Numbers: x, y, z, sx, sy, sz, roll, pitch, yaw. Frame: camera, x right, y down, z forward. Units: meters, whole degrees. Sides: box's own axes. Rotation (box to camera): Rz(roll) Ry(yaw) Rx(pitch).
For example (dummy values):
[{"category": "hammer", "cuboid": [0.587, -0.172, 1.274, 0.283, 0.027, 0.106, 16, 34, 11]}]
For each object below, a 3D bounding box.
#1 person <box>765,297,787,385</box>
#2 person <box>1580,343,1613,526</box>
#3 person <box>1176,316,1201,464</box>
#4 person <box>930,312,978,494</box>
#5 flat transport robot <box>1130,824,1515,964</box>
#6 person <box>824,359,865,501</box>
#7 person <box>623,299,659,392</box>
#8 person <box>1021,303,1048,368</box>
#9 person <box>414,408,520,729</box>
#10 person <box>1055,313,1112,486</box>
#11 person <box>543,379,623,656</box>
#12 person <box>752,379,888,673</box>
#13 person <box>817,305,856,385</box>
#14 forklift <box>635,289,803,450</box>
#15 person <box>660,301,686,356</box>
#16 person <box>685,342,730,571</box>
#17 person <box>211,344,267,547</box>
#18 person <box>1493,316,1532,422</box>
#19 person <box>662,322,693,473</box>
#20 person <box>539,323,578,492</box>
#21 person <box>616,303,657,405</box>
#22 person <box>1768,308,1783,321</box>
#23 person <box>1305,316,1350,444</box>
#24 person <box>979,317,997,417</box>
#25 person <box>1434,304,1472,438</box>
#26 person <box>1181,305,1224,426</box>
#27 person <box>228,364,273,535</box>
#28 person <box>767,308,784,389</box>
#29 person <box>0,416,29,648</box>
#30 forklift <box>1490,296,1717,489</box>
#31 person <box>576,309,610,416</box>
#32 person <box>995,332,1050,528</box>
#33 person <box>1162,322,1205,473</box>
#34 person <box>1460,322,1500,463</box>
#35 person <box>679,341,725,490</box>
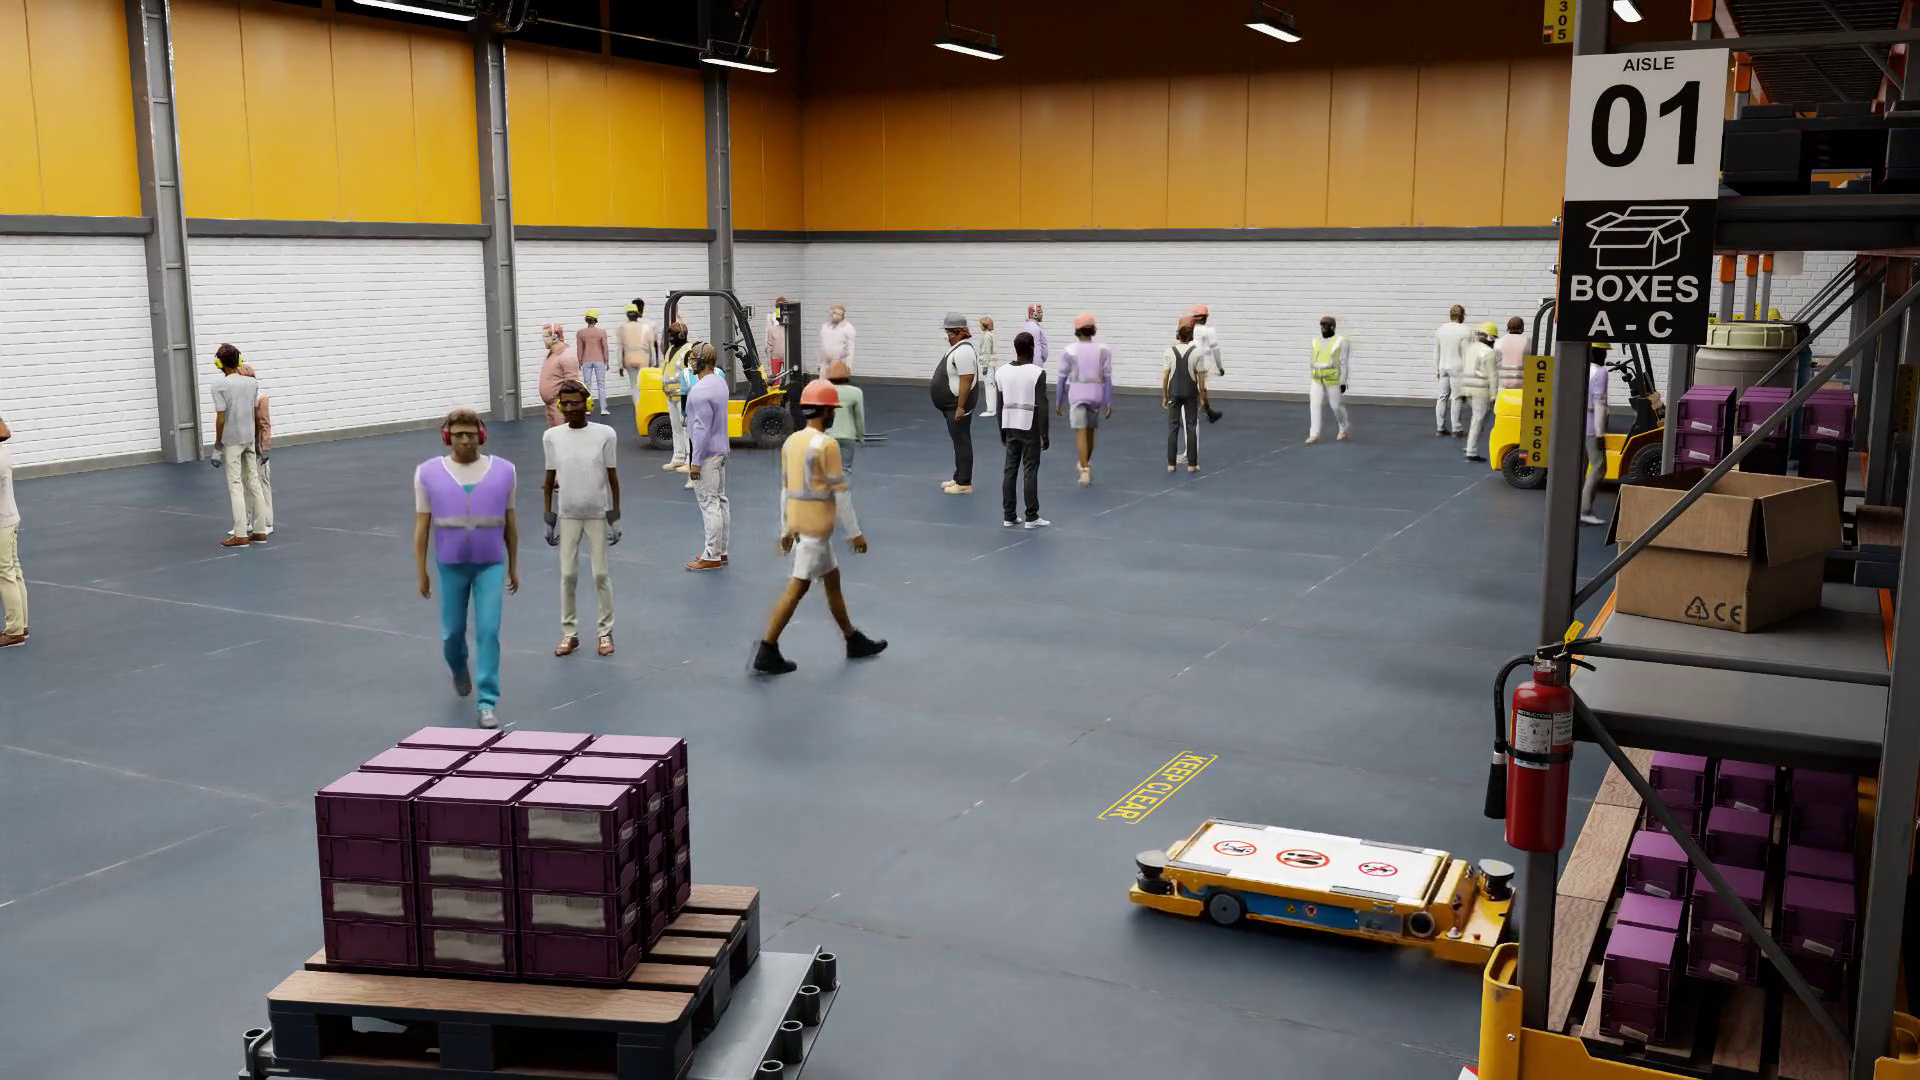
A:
[{"category": "person", "cuboid": [-3.391, -3.662, 31.497, 0.600, 1.846, 0.878, -1, 10, -4]}, {"category": "person", "cuboid": [6.237, -1.104, 16.466, 0.401, 1.919, 0.617, -1, 10, -7]}, {"category": "person", "cuboid": [2.922, -1.917, 21.277, 0.337, 1.883, 0.584, 3, 10, 18]}, {"category": "person", "cuboid": [-0.067, -1.543, 18.663, 0.536, 2.000, 0.688, -1, 10, -4]}, {"category": "flat transport robot", "cuboid": [1.475, 1.396, 6.766, 1.431, 0.197, 0.652, 4, 11, 24]}, {"category": "person", "cuboid": [-1.221, -1.012, 16.793, 0.520, 1.632, 0.358, -1, 10, -4]}, {"category": "person", "cuboid": [-5.345, -3.046, 27.712, 0.612, 1.915, 1.014, -3, 10, -18]}, {"category": "person", "cuboid": [1.162, -2.696, 25.729, 0.409, 1.909, 0.639, -2, 10, -13]}, {"category": "person", "cuboid": [-2.841, 0.131, 9.618, 0.573, 1.820, 0.781, -4, 10, -20]}, {"category": "person", "cuboid": [1.444, -1.650, 19.465, 0.632, 1.984, 1.068, -2, 10, -10]}, {"category": "person", "cuboid": [-2.520, -0.148, 11.117, 0.525, 1.863, 0.320, 0, 10, -1]}, {"category": "person", "cuboid": [-0.942, -0.092, 10.752, 1.018, 1.884, 0.552, -6, 11, -29]}, {"category": "person", "cuboid": [-1.965, -2.775, 26.284, 0.685, 1.880, 0.440, 5, 11, 25]}, {"category": "forklift", "cuboid": [-3.358, -2.392, 23.136, 2.313, 2.155, 1.214, -1, 10, -5]}, {"category": "person", "cuboid": [-4.705, -2.962, 27.266, 0.403, 1.906, 0.652, 1, 10, 8]}, {"category": "person", "cuboid": [-2.144, -0.703, 14.097, 0.372, 1.940, 0.631, 1, 10, 7]}, {"category": "person", "cuboid": [-6.632, -0.864, 15.249, 0.329, 1.865, 0.518, 5, 11, 27]}, {"category": "person", "cuboid": [7.409, -2.070, 22.299, 0.631, 1.840, 0.428, 4, 11, 23]}, {"category": "person", "cuboid": [-3.446, -1.754, 20.464, 0.429, 1.843, 0.632, -8, 13, -39]}, {"category": "person", "cuboid": [-4.541, -1.491, 18.765, 0.403, 1.901, 0.651, -7, 12, -34]}, {"category": "person", "cuboid": [-5.169, -2.833, 26.585, 0.654, 1.883, 0.638, 0, 10, -2]}, {"category": "person", "cuboid": [12.601, -2.697, 25.943, 0.403, 1.833, 0.586, 1, 10, 6]}, {"category": "person", "cuboid": [5.240, -2.274, 23.565, 0.632, 1.812, 0.861, 9, 13, 42]}, {"category": "person", "cuboid": [0.460, -2.844, 27.363, 0.311, 1.636, 0.523, 2, 10, 9]}, {"category": "person", "cuboid": [7.198, -2.465, 24.297, 0.375, 1.939, 0.628, -7, 12, -34]}, {"category": "person", "cuboid": [3.756, -2.702, 25.852, 1.051, 1.871, 0.552, -9, 13, -41]}, {"category": "person", "cuboid": [-6.770, -0.852, 15.824, 0.514, 1.641, 0.309, 3, 10, 18]}, {"category": "person", "cuboid": [-3.051, -3.101, 28.483, 0.523, 1.767, 0.313, 0, 10, 2]}, {"category": "person", "cuboid": [-6.589, -0.081, 11.376, 0.285, 1.633, 0.497, -3, 10, -19]}, {"category": "forklift", "cuboid": [7.296, -1.677, 18.993, 2.313, 2.155, 1.214, 5, 11, 27]}, {"category": "person", "cuboid": [-6.063, -2.934, 27.510, 0.522, 1.769, 0.317, 0, 10, -1]}, {"category": "person", "cuboid": [0.612, -1.072, 16.293, 0.593, 1.919, 0.392, 7, 12, 36]}, {"category": "person", "cuboid": [2.737, -1.741, 20.376, 0.520, 1.844, 0.331, 3, 10, 15]}, {"category": "person", "cuboid": [6.676, -1.885, 21.352, 0.495, 1.791, 0.706, -3, 10, -14]}, {"category": "person", "cuboid": [-2.921, -1.410, 18.885, 0.540, 1.697, 0.317, 1, 10, 5]}]
